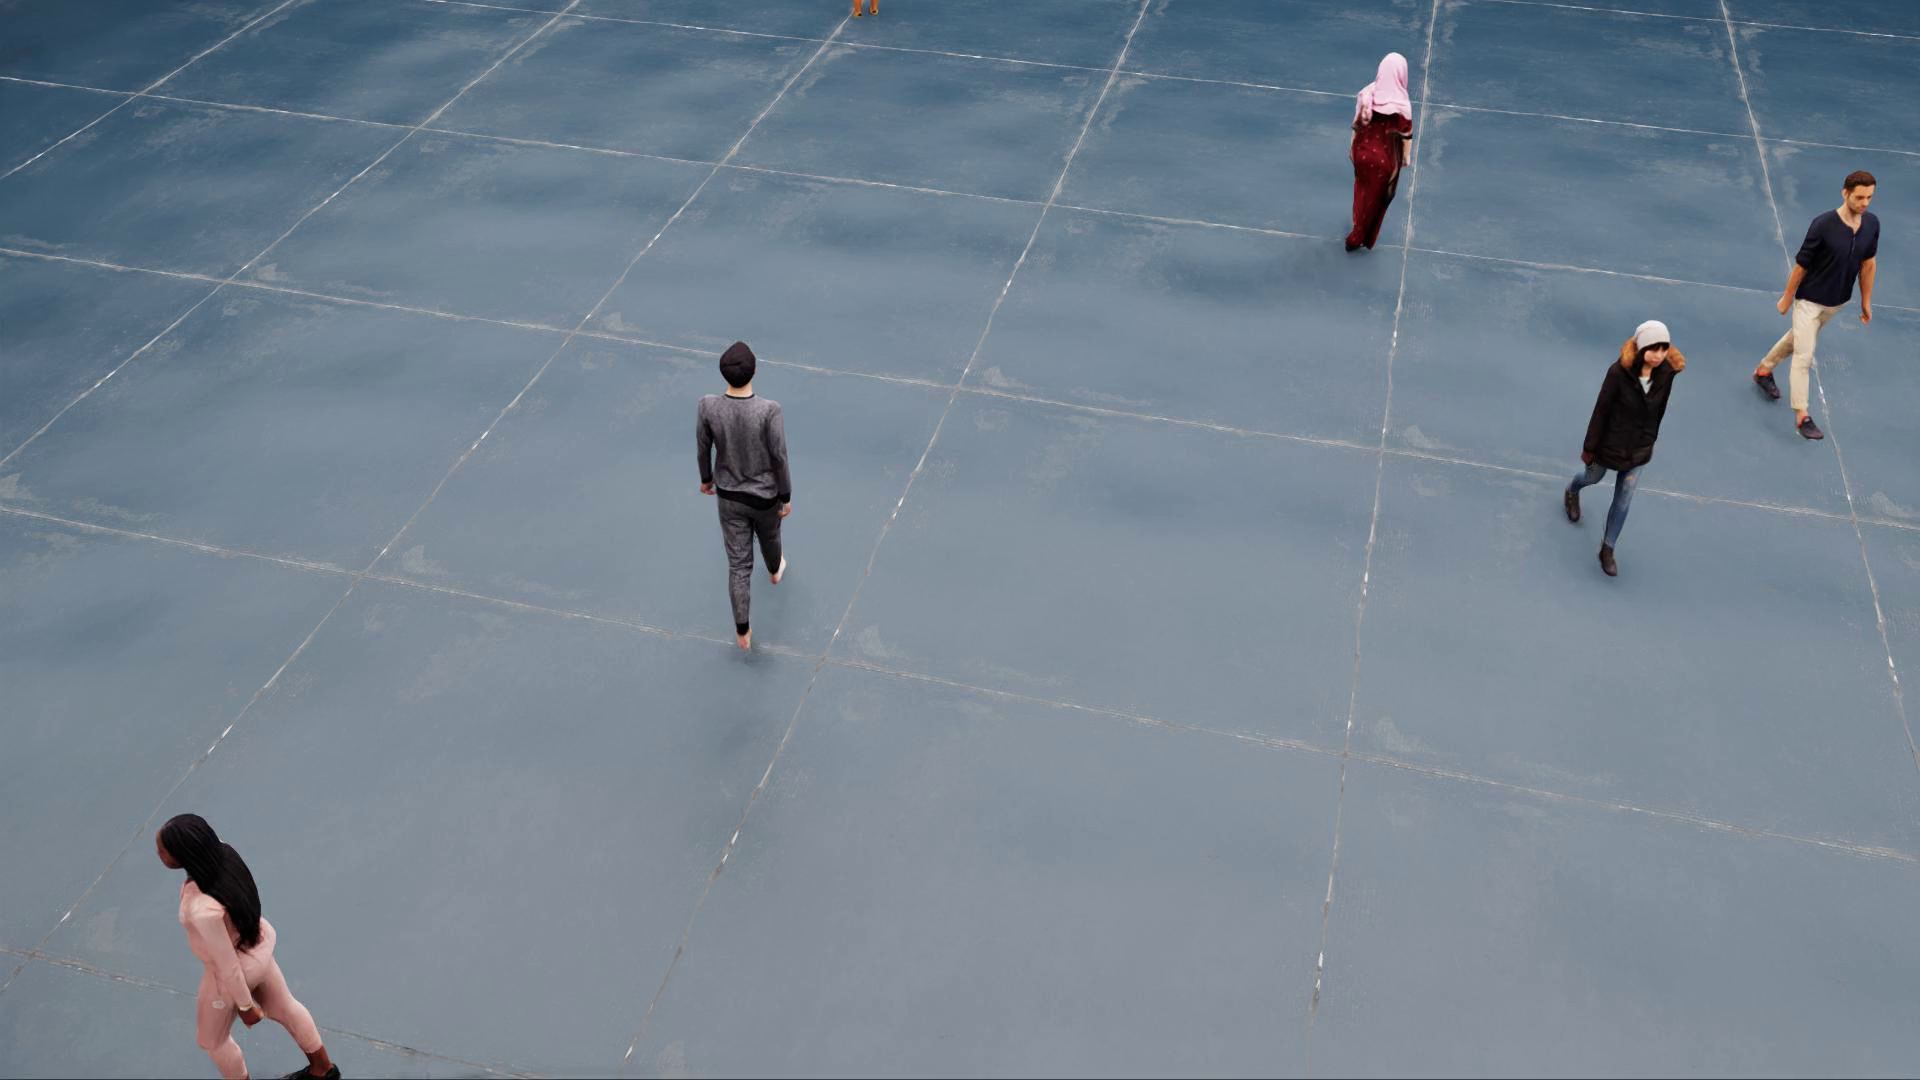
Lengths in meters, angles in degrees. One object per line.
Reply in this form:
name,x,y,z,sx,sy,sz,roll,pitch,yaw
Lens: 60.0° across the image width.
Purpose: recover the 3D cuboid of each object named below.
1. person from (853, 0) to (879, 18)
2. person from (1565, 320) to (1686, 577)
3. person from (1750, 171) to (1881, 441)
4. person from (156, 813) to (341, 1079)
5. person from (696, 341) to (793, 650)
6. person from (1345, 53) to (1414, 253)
person,-1.017,-6.197,17.295,0.645,1.457,0.677,-14,40,-17
person,3.967,-0.640,10.069,0.830,1.609,1.106,0,38,-1
person,5.744,-1.656,11.208,0.994,1.805,1.253,-7,39,-8
person,-2.902,1.763,6.923,0.908,1.701,0.889,-7,39,-9
person,-1.208,-0.212,9.361,0.885,1.806,1.230,0,38,0
person,3.235,-3.005,13.084,0.896,1.618,0.816,-30,47,-33
